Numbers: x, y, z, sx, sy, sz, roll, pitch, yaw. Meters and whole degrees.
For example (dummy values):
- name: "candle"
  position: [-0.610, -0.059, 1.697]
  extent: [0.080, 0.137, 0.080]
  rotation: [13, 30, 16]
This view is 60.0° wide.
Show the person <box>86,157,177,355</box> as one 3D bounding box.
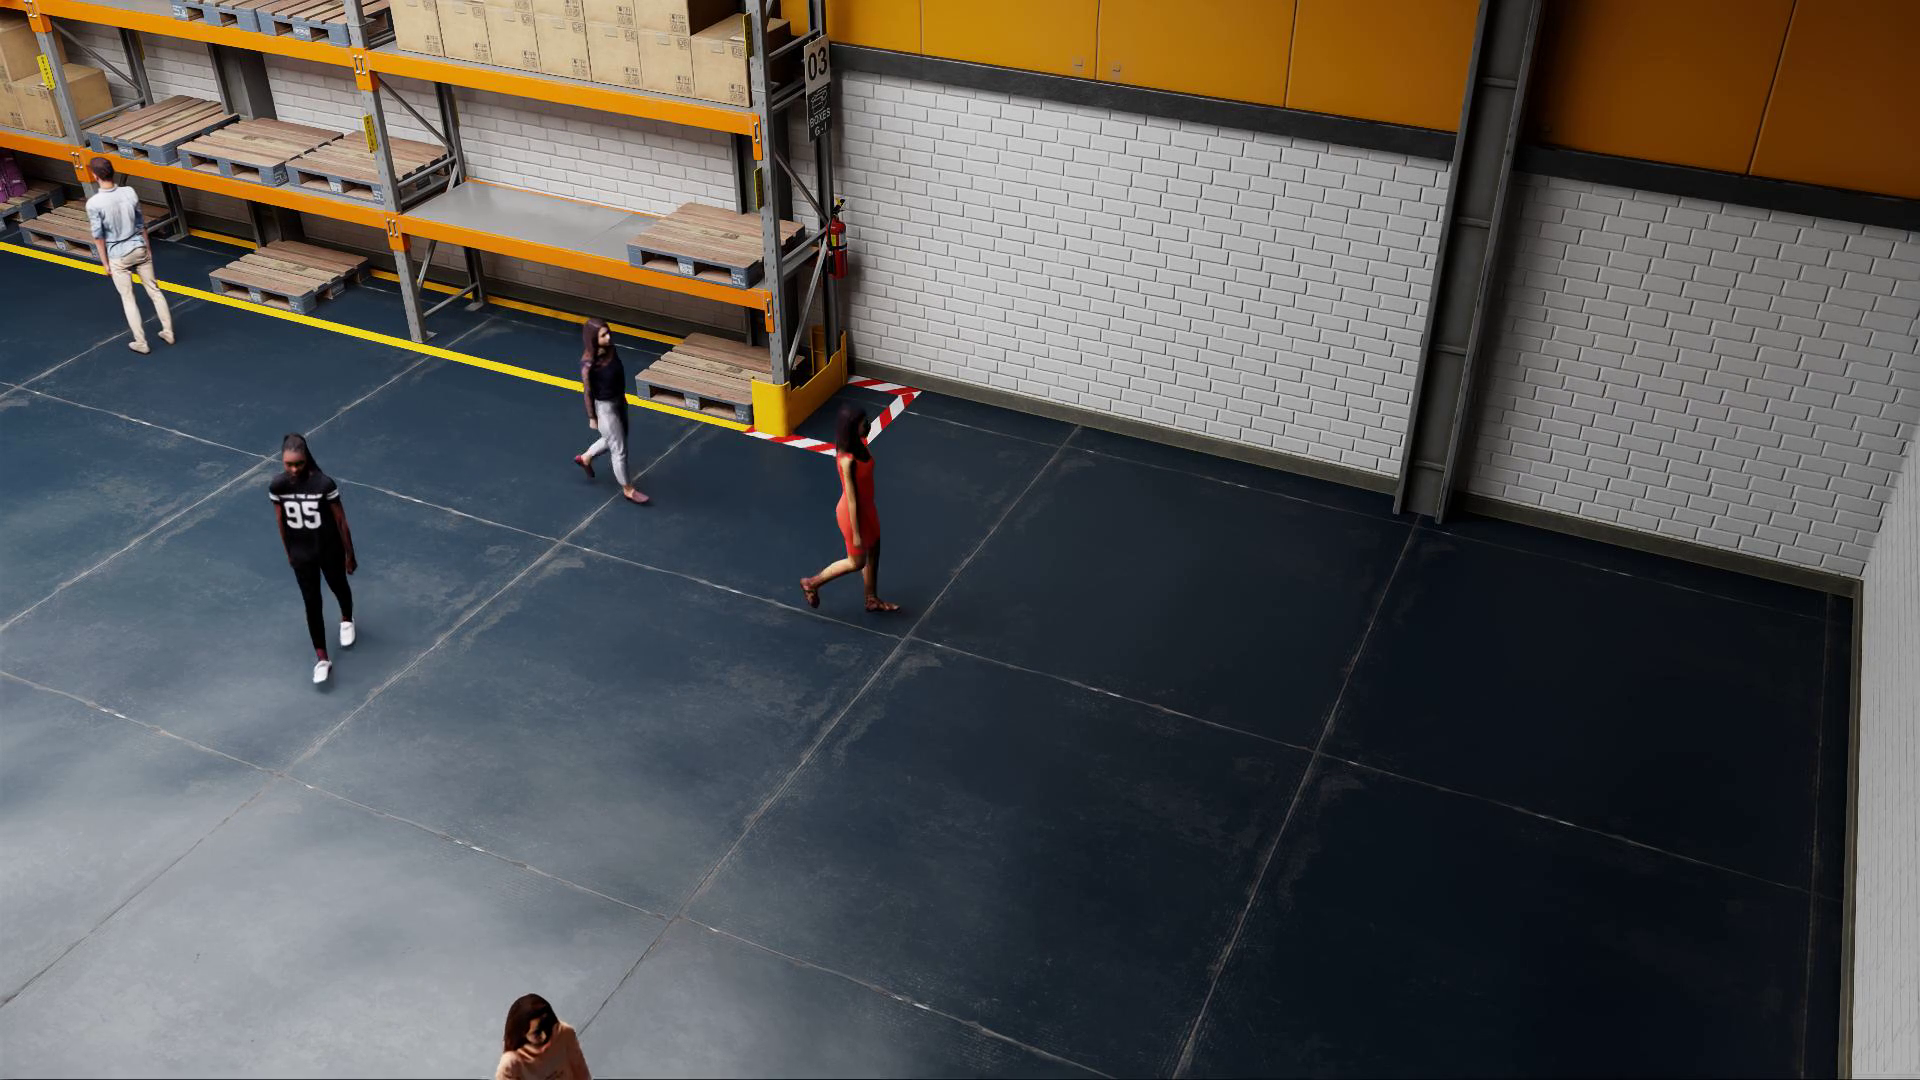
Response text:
- name: "person"
  position: [-7.642, -2.620, 15.277]
  extent: [0.636, 1.847, 0.697]
  rotation: [26, 41, 33]

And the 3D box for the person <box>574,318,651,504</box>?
- name: "person"
  position: [-2.809, -1.031, 13.118]
  extent: [0.949, 1.591, 0.681]
  rotation: [10, 35, 15]

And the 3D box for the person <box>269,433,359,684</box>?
- name: "person"
  position: [-4.378, 0.041, 11.403]
  extent: [1.042, 1.703, 1.023]
  rotation: [-4, 34, -7]

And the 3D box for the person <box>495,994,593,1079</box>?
- name: "person"
  position: [-1.950, 2.618, 7.733]
  extent: [0.614, 1.475, 0.636]
  rotation: [25, 41, 32]

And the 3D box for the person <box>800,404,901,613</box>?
- name: "person"
  position: [-0.810, -0.166, 11.716]
  extent: [1.021, 1.703, 0.793]
  rotation: [3, 34, 4]
